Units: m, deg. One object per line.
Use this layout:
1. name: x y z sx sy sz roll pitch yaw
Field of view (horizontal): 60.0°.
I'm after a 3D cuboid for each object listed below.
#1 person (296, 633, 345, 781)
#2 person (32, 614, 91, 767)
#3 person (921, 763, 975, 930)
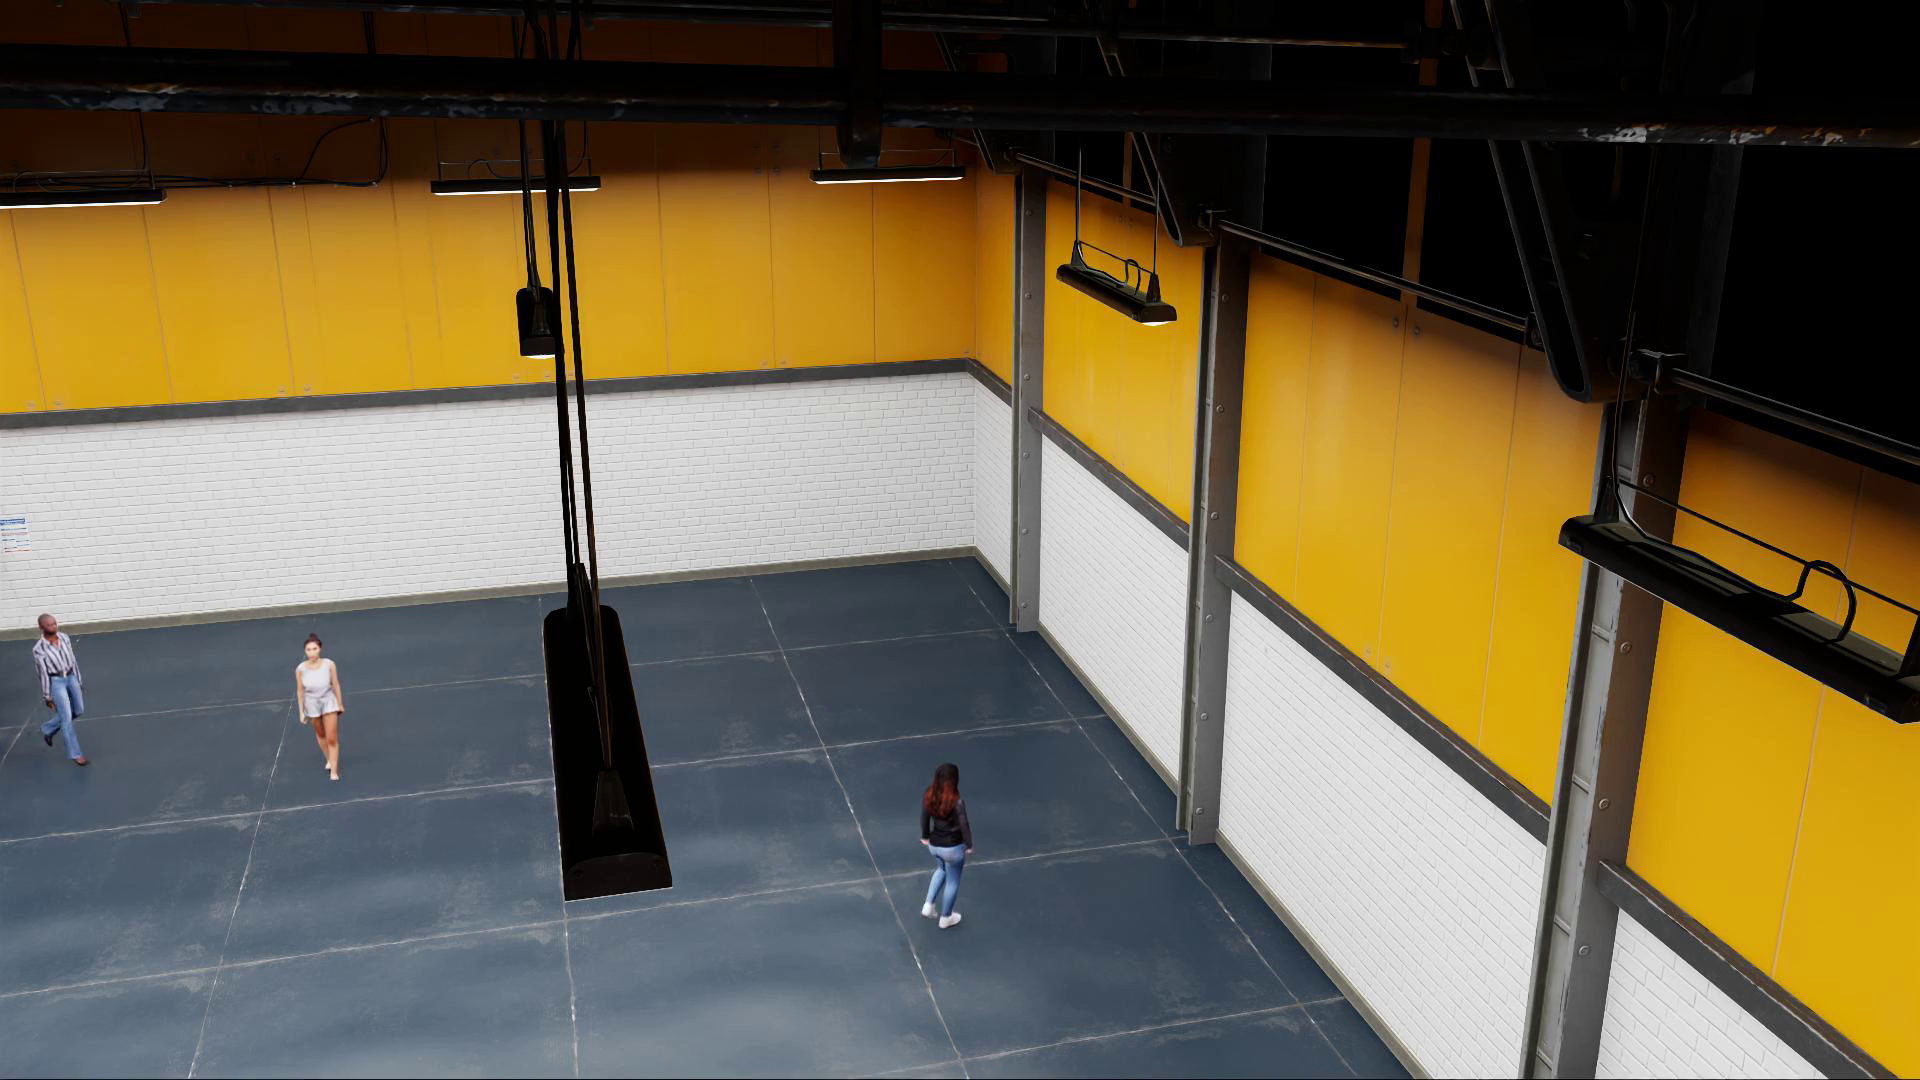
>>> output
1. person: -6.974 1.786 18.179 0.602 1.582 0.901 -4 19 -12
2. person: -9.973 1.637 18.317 0.939 1.778 0.947 4 19 12
3. person: -0.169 2.804 15.091 0.743 1.623 0.827 16 25 40
